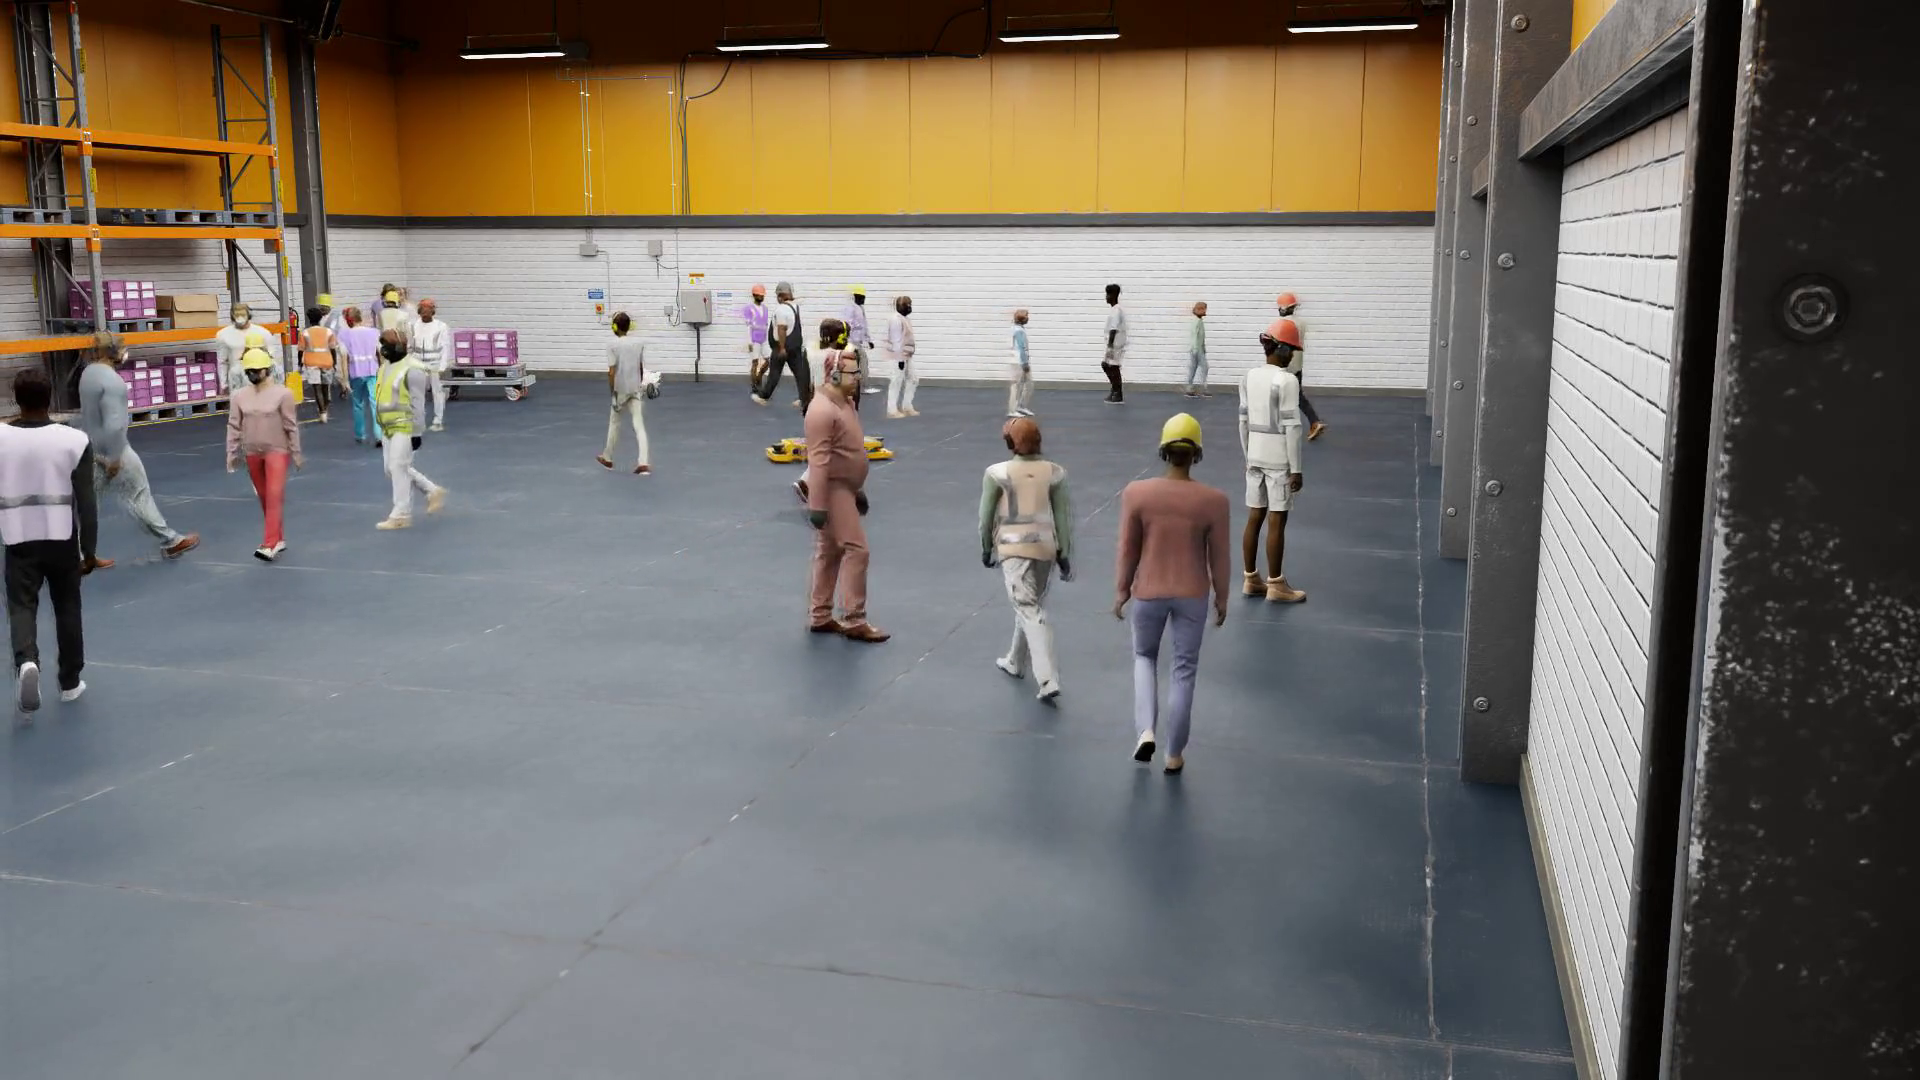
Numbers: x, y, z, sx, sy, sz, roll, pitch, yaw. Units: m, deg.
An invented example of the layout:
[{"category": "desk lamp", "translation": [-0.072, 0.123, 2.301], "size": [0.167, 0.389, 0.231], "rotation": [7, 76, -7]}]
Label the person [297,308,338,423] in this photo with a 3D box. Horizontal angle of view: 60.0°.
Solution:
[{"category": "person", "translation": [-9.356, -2.540, 24.194], "size": [0.544, 1.646, 0.904], "rotation": [-7, 12, -33]}]

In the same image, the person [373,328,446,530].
[{"category": "person", "translation": [-5.042, -1.019, 15.155], "size": [0.628, 1.822, 0.666], "rotation": [10, 14, 43]}]

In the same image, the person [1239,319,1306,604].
[{"category": "person", "translation": [2.264, -0.563, 11.960], "size": [0.394, 2.034, 0.605], "rotation": [-5, 11, -28]}]

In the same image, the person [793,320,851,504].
[{"category": "person", "translation": [-1.289, -1.201, 16.099], "size": [0.520, 1.843, 0.560], "rotation": [-7, 12, -35]}]

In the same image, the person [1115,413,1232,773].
[{"category": "person", "translation": [1.035, 0.259, 8.075], "size": [0.558, 1.751, 0.360], "rotation": [2, 10, 12]}]

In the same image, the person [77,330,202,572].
[{"category": "person", "translation": [-6.637, -0.719, 13.235], "size": [0.626, 1.885, 1.028], "rotation": [8, 13, 39]}]

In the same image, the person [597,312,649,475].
[{"category": "person", "translation": [-3.794, -1.662, 18.801], "size": [0.518, 1.818, 0.986], "rotation": [-7, 12, -36]}]

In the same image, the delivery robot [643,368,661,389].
[{"category": "delivery robot", "translation": [-5.438, -2.738, 28.192], "size": [0.707, 0.478, 0.477], "rotation": [0, 10, -1]}]

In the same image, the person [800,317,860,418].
[{"category": "person", "translation": [-1.371, -1.476, 17.758], "size": [0.633, 1.816, 0.792], "rotation": [1, 10, 5]}]

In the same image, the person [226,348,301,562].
[{"category": "person", "translation": [-5.681, -0.683, 13.519], "size": [0.536, 1.727, 0.885], "rotation": [1, 10, 3]}]

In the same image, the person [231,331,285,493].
[{"category": "person", "translation": [-7.011, -1.236, 16.672], "size": [0.492, 1.722, 0.705], "rotation": [-4, 11, -23]}]

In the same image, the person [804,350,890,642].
[{"category": "person", "translation": [-0.685, -0.284, 10.808], "size": [0.711, 1.885, 0.664], "rotation": [1, 10, 6]}]

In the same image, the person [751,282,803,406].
[{"category": "person", "translation": [-2.839, -3.145, 26.558], "size": [1.018, 2.000, 0.696], "rotation": [5, 11, 25]}]

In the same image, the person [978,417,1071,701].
[{"category": "person", "translation": [0.394, 0.097, 9.510], "size": [0.503, 1.583, 0.918], "rotation": [-5, 11, -26]}]

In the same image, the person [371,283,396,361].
[{"category": "person", "translation": [-9.889, -3.490, 28.854], "size": [0.656, 1.927, 0.414], "rotation": [2, 10, 14]}]

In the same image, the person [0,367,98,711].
[{"category": "person", "translation": [-5.063, 0.004, 9.148], "size": [0.600, 1.895, 0.727], "rotation": [-4, 11, -23]}]

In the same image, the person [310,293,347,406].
[{"category": "person", "translation": [-10.148, -3.067, 26.776], "size": [0.629, 1.809, 0.577], "rotation": [1, 10, 6]}]

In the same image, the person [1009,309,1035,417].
[{"category": "person", "translation": [0.951, -2.629, 24.830], "size": [0.507, 1.623, 0.520], "rotation": [1, 10, 7]}]

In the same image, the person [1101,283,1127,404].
[{"category": "person", "translation": [2.465, -3.176, 27.005], "size": [0.479, 1.940, 0.651], "rotation": [2, 10, 11]}]

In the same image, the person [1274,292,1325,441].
[{"category": "person", "translation": [4.373, -2.276, 21.886], "size": [0.614, 1.961, 0.930], "rotation": [-8, 13, -37]}]

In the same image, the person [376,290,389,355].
[{"category": "person", "translation": [-9.557, -3.284, 27.973], "size": [0.535, 1.828, 0.962], "rotation": [4, 11, 20]}]

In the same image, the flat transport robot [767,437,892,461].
[{"category": "flat transport robot", "translation": [-1.578, -1.104, 20.012], "size": [1.431, 0.197, 0.652], "rotation": [-2, 10, -13]}]

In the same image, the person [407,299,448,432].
[{"category": "person", "translation": [-7.299, -2.354, 22.645], "size": [0.628, 1.836, 0.972], "rotation": [1, 10, 3]}]

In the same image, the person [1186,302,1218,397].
[{"category": "person", "translation": [4.145, -3.221, 28.174], "size": [0.670, 1.607, 0.523], "rotation": [2, 10, 13]}]

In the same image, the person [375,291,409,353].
[{"category": "person", "translation": [-9.362, -3.204, 27.505], "size": [0.599, 1.818, 0.507], "rotation": [1, 10, 4]}]

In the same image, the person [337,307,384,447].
[{"category": "person", "translation": [-7.637, -2.084, 21.310], "size": [0.598, 1.796, 1.003], "rotation": [-6, 11, -29]}]

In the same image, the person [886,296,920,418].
[{"category": "person", "translation": [-0.818, -2.710, 24.716], "size": [0.620, 1.819, 0.656], "rotation": [2, 10, 9]}]

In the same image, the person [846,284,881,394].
[{"category": "person", "translation": [-1.657, -3.456, 28.745], "size": [0.840, 1.897, 0.590], "rotation": [2, 10, 14]}]

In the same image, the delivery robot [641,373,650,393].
[{"category": "delivery robot", "translation": [-5.392, -2.626, 27.562], "size": [0.477, 0.478, 0.707], "rotation": [1, 10, 5]}]

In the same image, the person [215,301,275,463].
[{"category": "person", "translation": [-8.476, -1.886, 19.803], "size": [0.644, 1.918, 0.638], "rotation": [-2, 10, -14]}]

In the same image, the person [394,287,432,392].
[{"category": "person", "translation": [-9.470, -3.424, 28.652], "size": [0.760, 1.870, 0.660], "rotation": [-5, 11, -26]}]

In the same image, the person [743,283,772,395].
[{"category": "person", "translation": [-3.446, -3.420, 28.448], "size": [0.396, 1.919, 0.557], "rotation": [8, 13, 39]}]
